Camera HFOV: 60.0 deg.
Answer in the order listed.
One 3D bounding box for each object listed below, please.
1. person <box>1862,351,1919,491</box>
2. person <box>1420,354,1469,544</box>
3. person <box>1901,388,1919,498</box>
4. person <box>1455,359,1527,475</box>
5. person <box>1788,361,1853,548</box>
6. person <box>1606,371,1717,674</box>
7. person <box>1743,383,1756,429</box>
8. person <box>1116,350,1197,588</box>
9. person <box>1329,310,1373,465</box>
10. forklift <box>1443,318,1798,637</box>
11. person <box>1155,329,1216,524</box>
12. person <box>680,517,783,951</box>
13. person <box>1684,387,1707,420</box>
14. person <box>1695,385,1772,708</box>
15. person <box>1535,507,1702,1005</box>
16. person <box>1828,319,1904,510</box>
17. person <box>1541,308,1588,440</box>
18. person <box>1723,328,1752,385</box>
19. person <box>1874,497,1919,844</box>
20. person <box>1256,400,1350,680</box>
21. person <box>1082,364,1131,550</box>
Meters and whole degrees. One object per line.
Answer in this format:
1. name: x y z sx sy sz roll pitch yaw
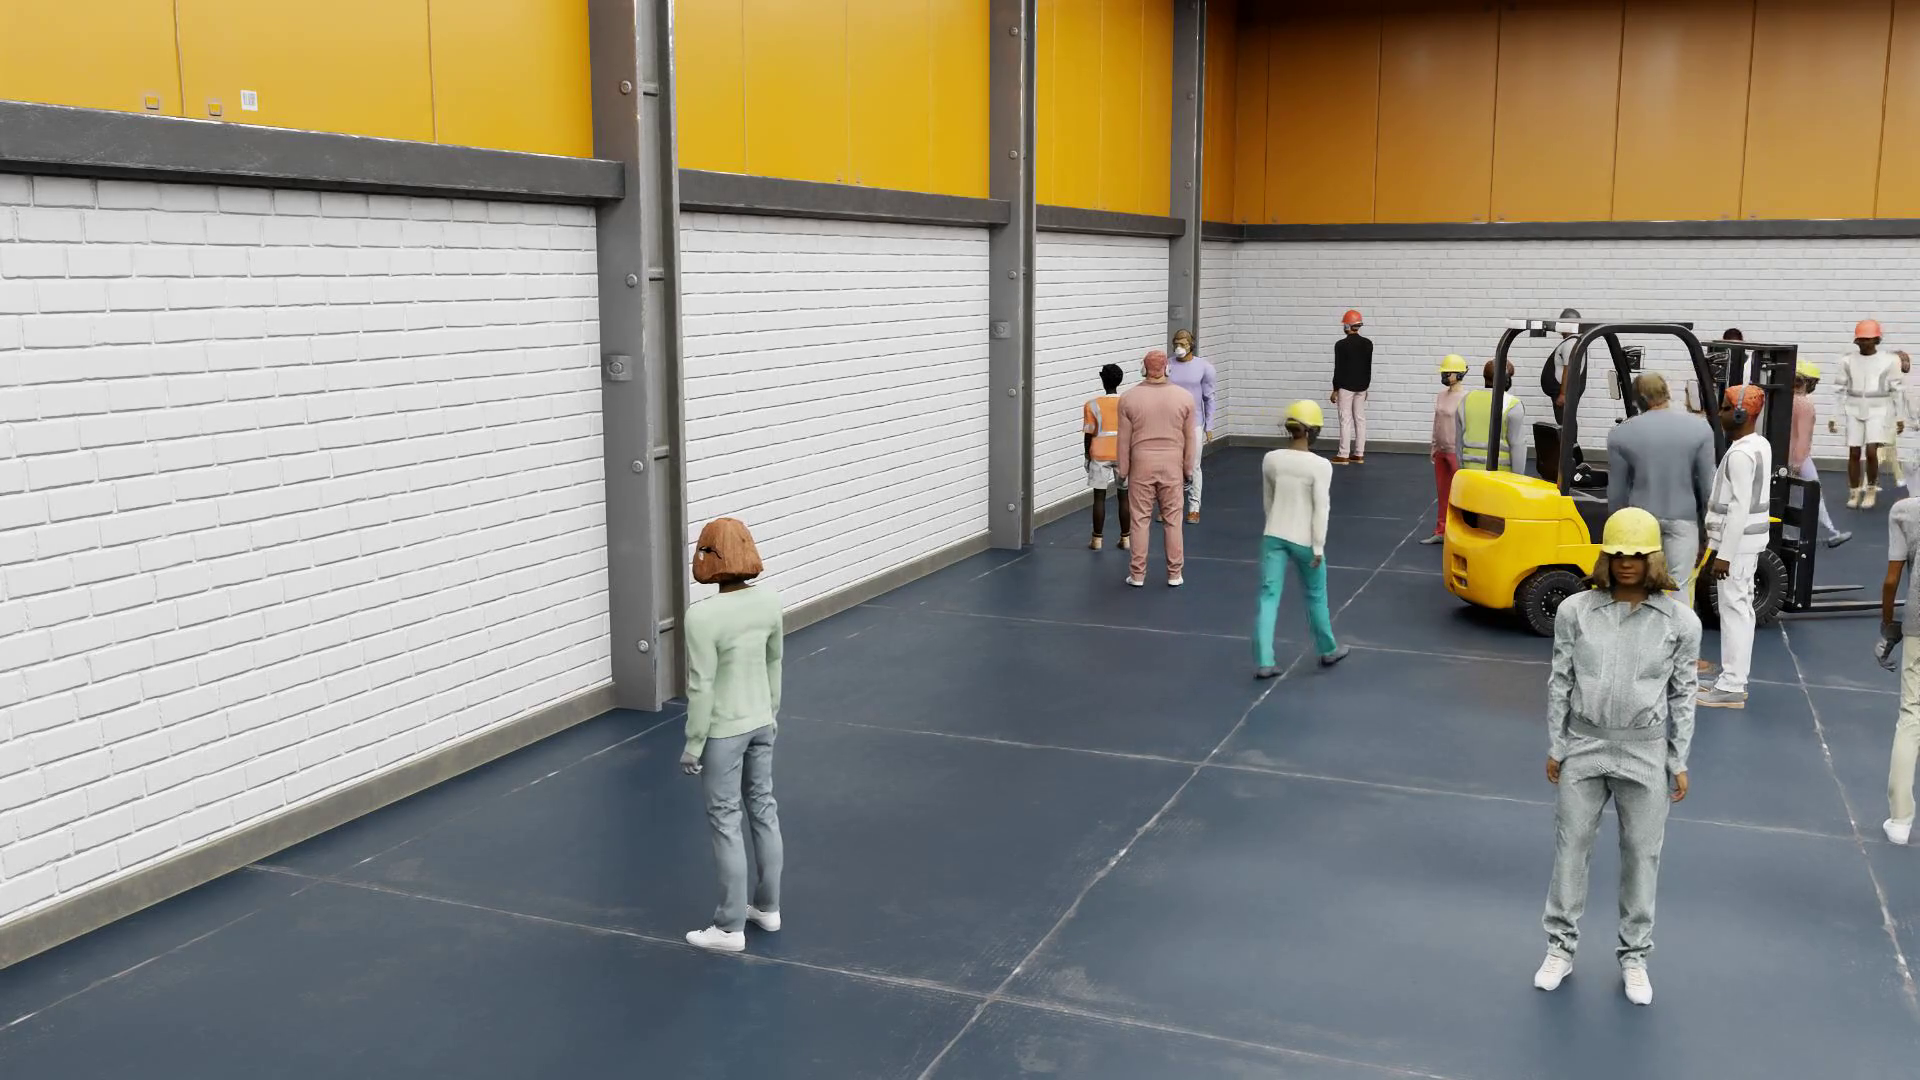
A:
1. person: 10.672 -1.348 18.956 0.829 1.592 0.512 -2 9 -9
2. person: 4.450 -0.796 15.099 0.313 1.769 0.523 -4 10 -20
3. person: 9.474 -1.062 16.212 0.589 1.923 0.634 -1 9 -8
4. person: 4.226 -0.520 13.192 0.429 1.842 0.636 -6 11 -33
5. person: 7.611 -0.755 15.042 0.965 1.699 0.522 -1 9 -8
6. person: 4.447 -0.101 10.498 0.742 1.905 0.381 4 10 25
7. person: 7.085 -0.760 15.329 0.509 1.609 0.629 1 9 8
8. person: 1.558 -0.563 13.271 0.640 1.905 0.410 0 9 1
9. person: 5.054 -1.970 21.514 0.613 1.997 0.374 -5 11 -30
10. forklift: 4.706 -0.497 11.990 2.313 2.155 1.214 -2 10 -10
11. person: 2.222 -1.129 16.587 0.637 1.938 0.355 4 10 22
12. person: -0.856 0.726 6.273 0.277 1.633 0.507 6 11 33
13. person: 5.874 -0.425 13.256 0.312 1.632 0.518 2 10 13
14. person: 4.509 0.038 9.692 0.356 1.883 0.573 6 11 32
15. person: 2.291 0.748 5.804 0.483 1.745 0.304 4 10 25
16. person: 9.491 -1.305 17.430 0.694 2.012 0.639 8 12 40
17. person: 7.560 -1.884 20.859 0.538 2.000 0.683 5 10 27
18. person: 8.349 -1.338 18.012 0.625 1.878 0.800 5 11 29
19. person: 4.326 0.437 7.328 0.514 1.866 0.332 7 12 36
20. person: 2.144 -0.012 10.447 0.536 1.724 0.871 8 13 42
21. person: 1.363 -0.743 15.014 0.530 1.689 0.321 -1 9 -3
